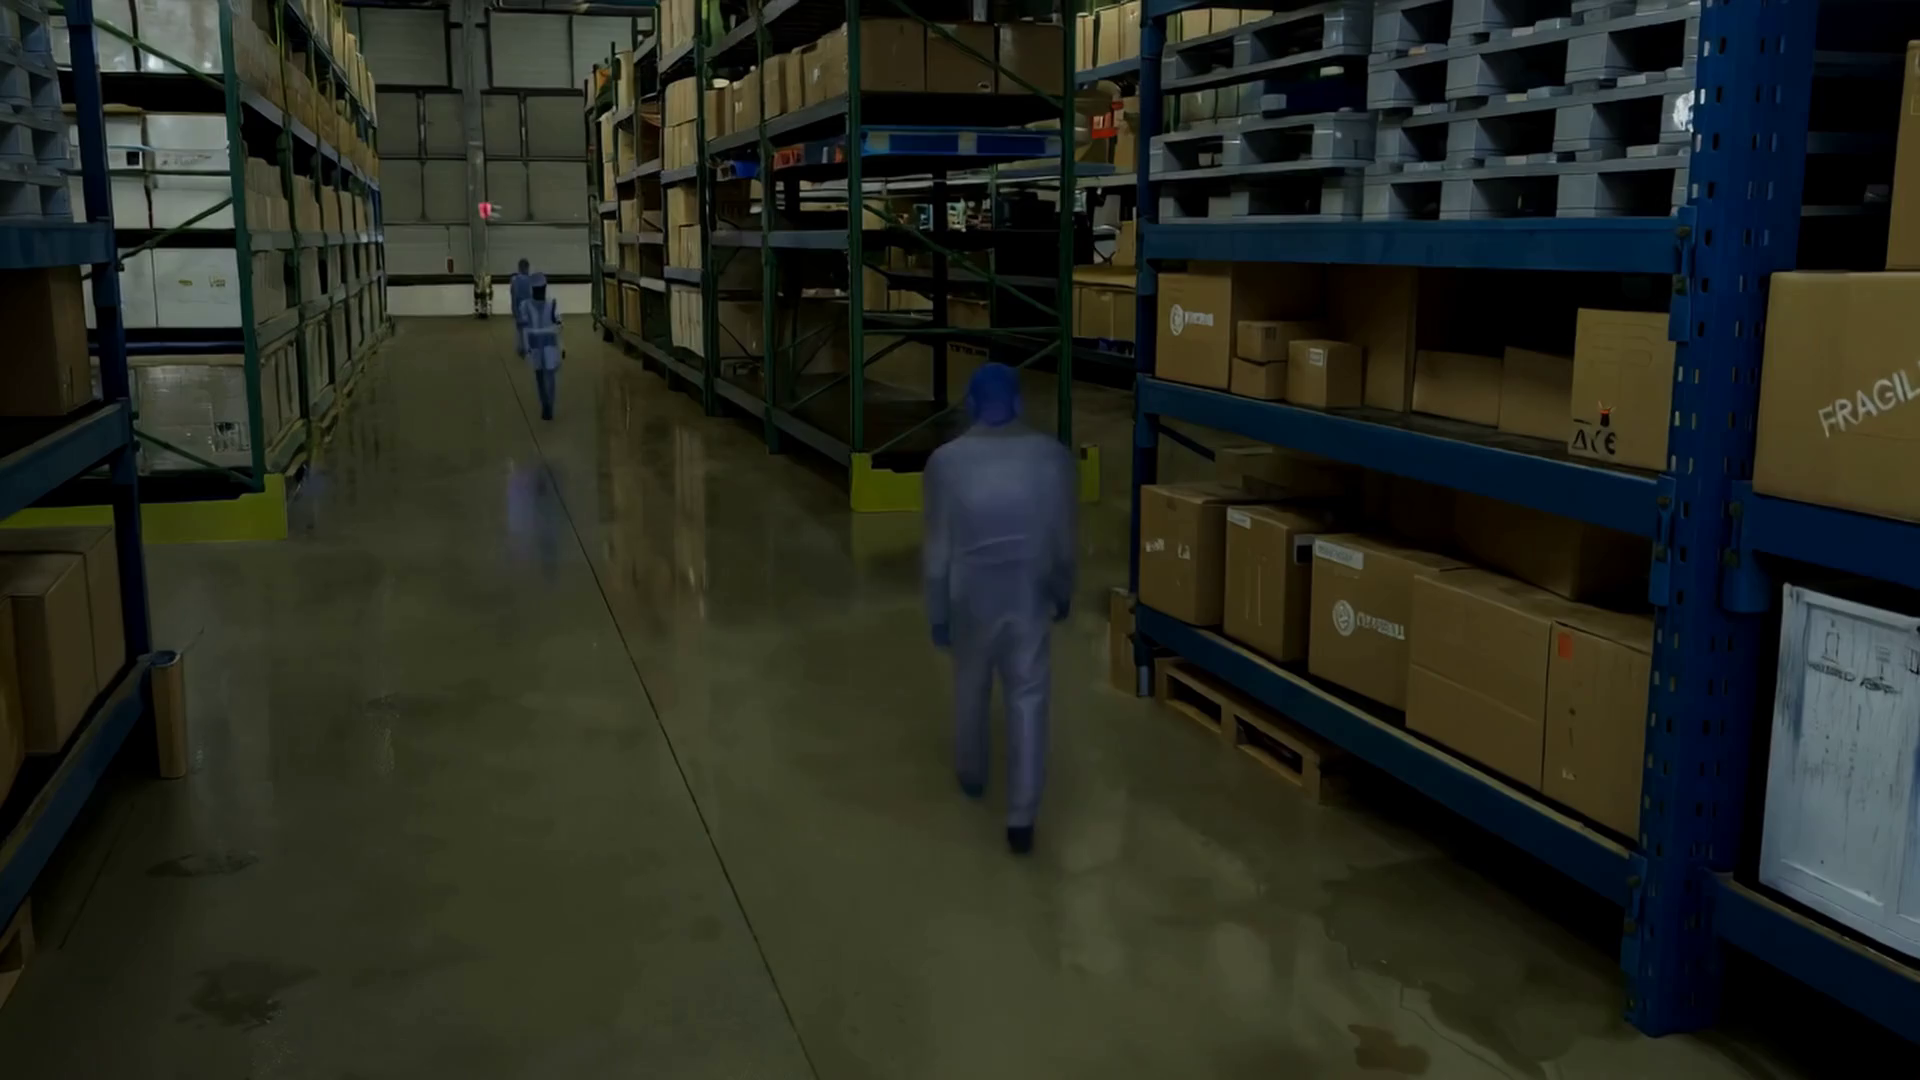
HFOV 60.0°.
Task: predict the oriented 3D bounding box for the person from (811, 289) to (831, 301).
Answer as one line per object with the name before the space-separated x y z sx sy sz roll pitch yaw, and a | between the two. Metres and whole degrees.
person | -3.543 -6.239 42.434 0.501 1.726 0.384 0 10 -2

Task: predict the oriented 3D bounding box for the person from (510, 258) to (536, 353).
person | -8.822 -4.731 33.631 0.576 1.920 0.402 -6 12 -30

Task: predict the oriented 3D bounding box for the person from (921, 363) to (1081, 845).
person | 0.165 0.227 6.655 0.639 1.856 1.015 0 10 -2

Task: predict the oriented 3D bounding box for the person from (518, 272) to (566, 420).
person | -5.403 -2.494 21.443 0.568 1.889 0.961 -1 10 -5

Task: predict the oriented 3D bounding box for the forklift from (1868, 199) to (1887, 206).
forklift | 11.338 -2.915 21.052 1.129 2.768 1.873 -3 11 -17
